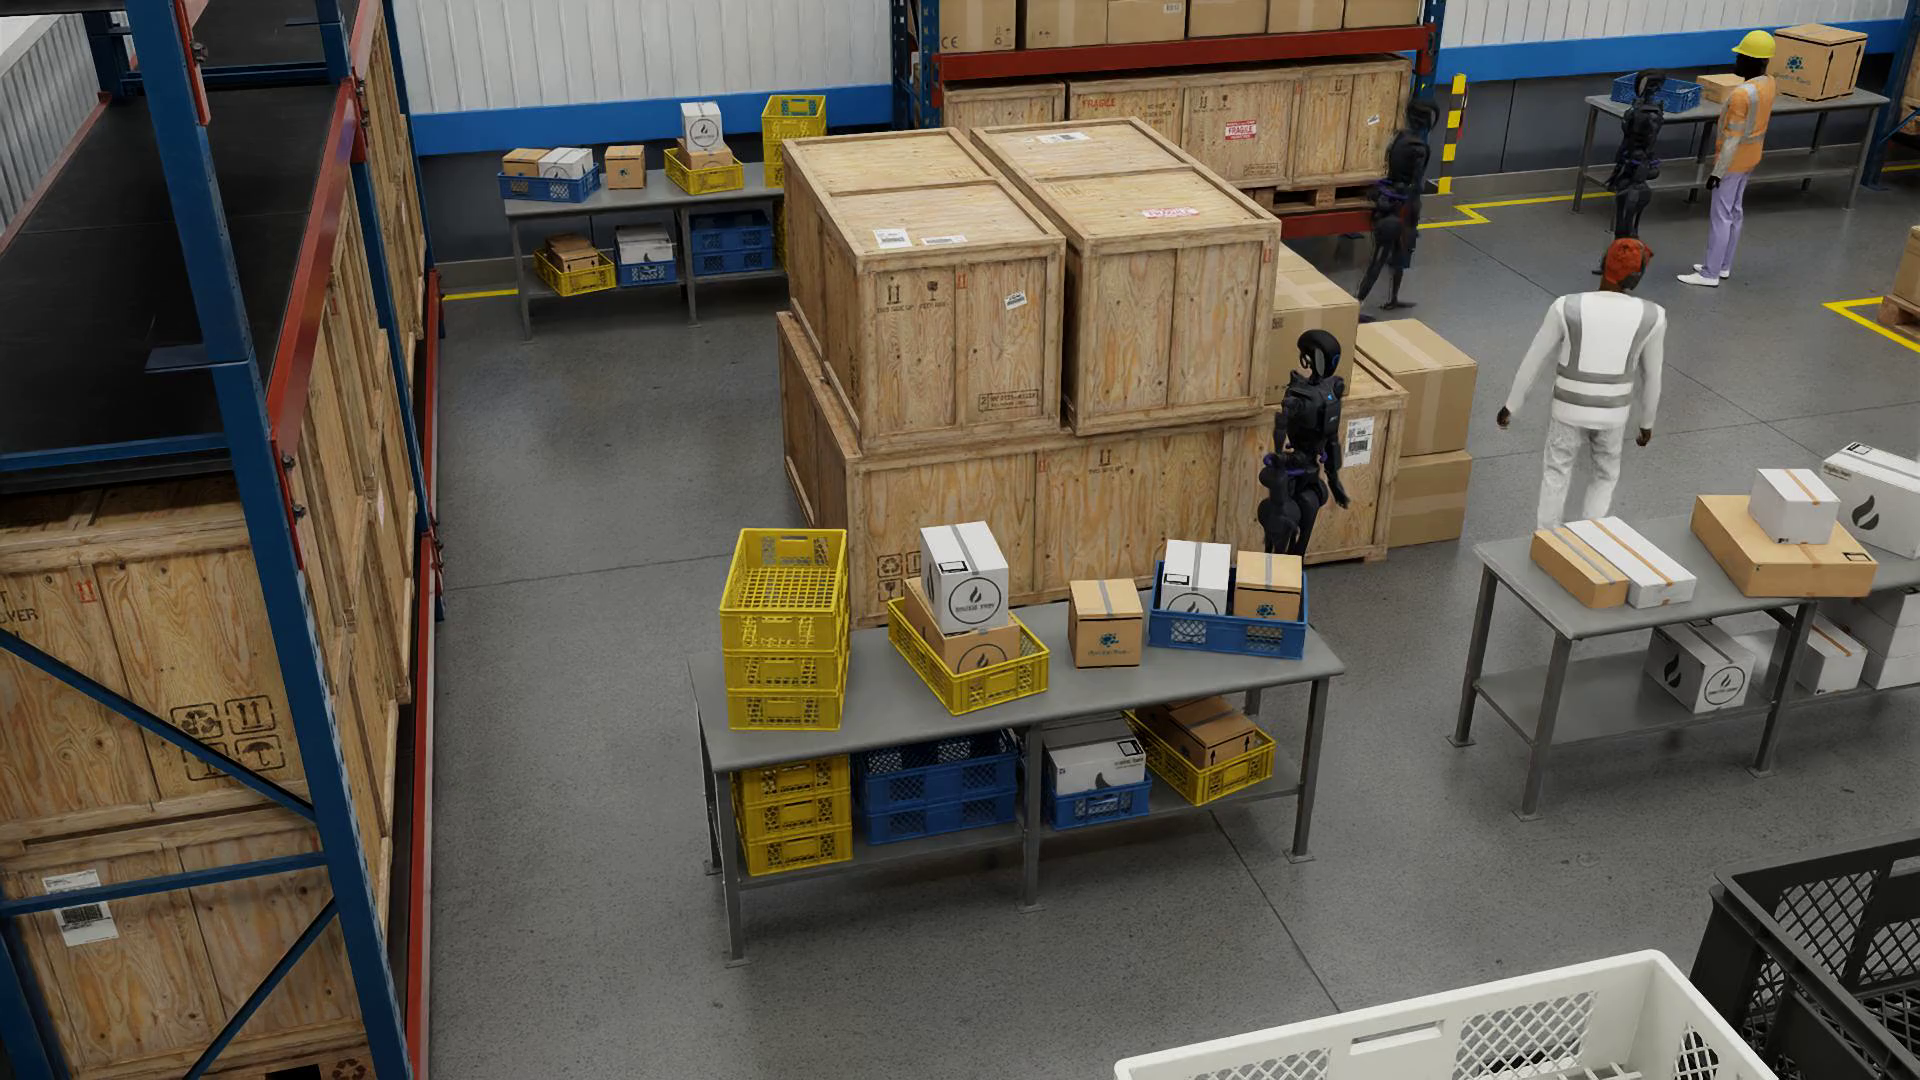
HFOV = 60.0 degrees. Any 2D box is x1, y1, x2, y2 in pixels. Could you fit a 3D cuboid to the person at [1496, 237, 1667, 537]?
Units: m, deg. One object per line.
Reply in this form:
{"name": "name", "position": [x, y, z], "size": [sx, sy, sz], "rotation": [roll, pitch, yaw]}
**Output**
{"name": "person", "position": [3.208, -0.650, 8.640], "size": [0.758, 1.878, 0.364], "rotation": [5, 29, 9]}

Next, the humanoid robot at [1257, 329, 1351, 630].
{"name": "humanoid robot", "position": [1.658, -0.238, 8.073], "size": [0.330, 1.657, 0.601], "rotation": [25, 37, 37]}

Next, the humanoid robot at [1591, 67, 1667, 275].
{"name": "humanoid robot", "position": [5.094, -2.748, 12.630], "size": [0.331, 1.657, 0.599], "rotation": [1, 29, 2]}

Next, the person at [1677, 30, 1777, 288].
{"name": "person", "position": [5.863, -2.879, 12.620], "size": [0.360, 1.930, 0.587], "rotation": [25, 37, 37]}

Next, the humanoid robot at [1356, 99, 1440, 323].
{"name": "humanoid robot", "position": [3.129, -2.370, 11.987], "size": [0.655, 1.615, 0.604], "rotation": [1, 29, 2]}
